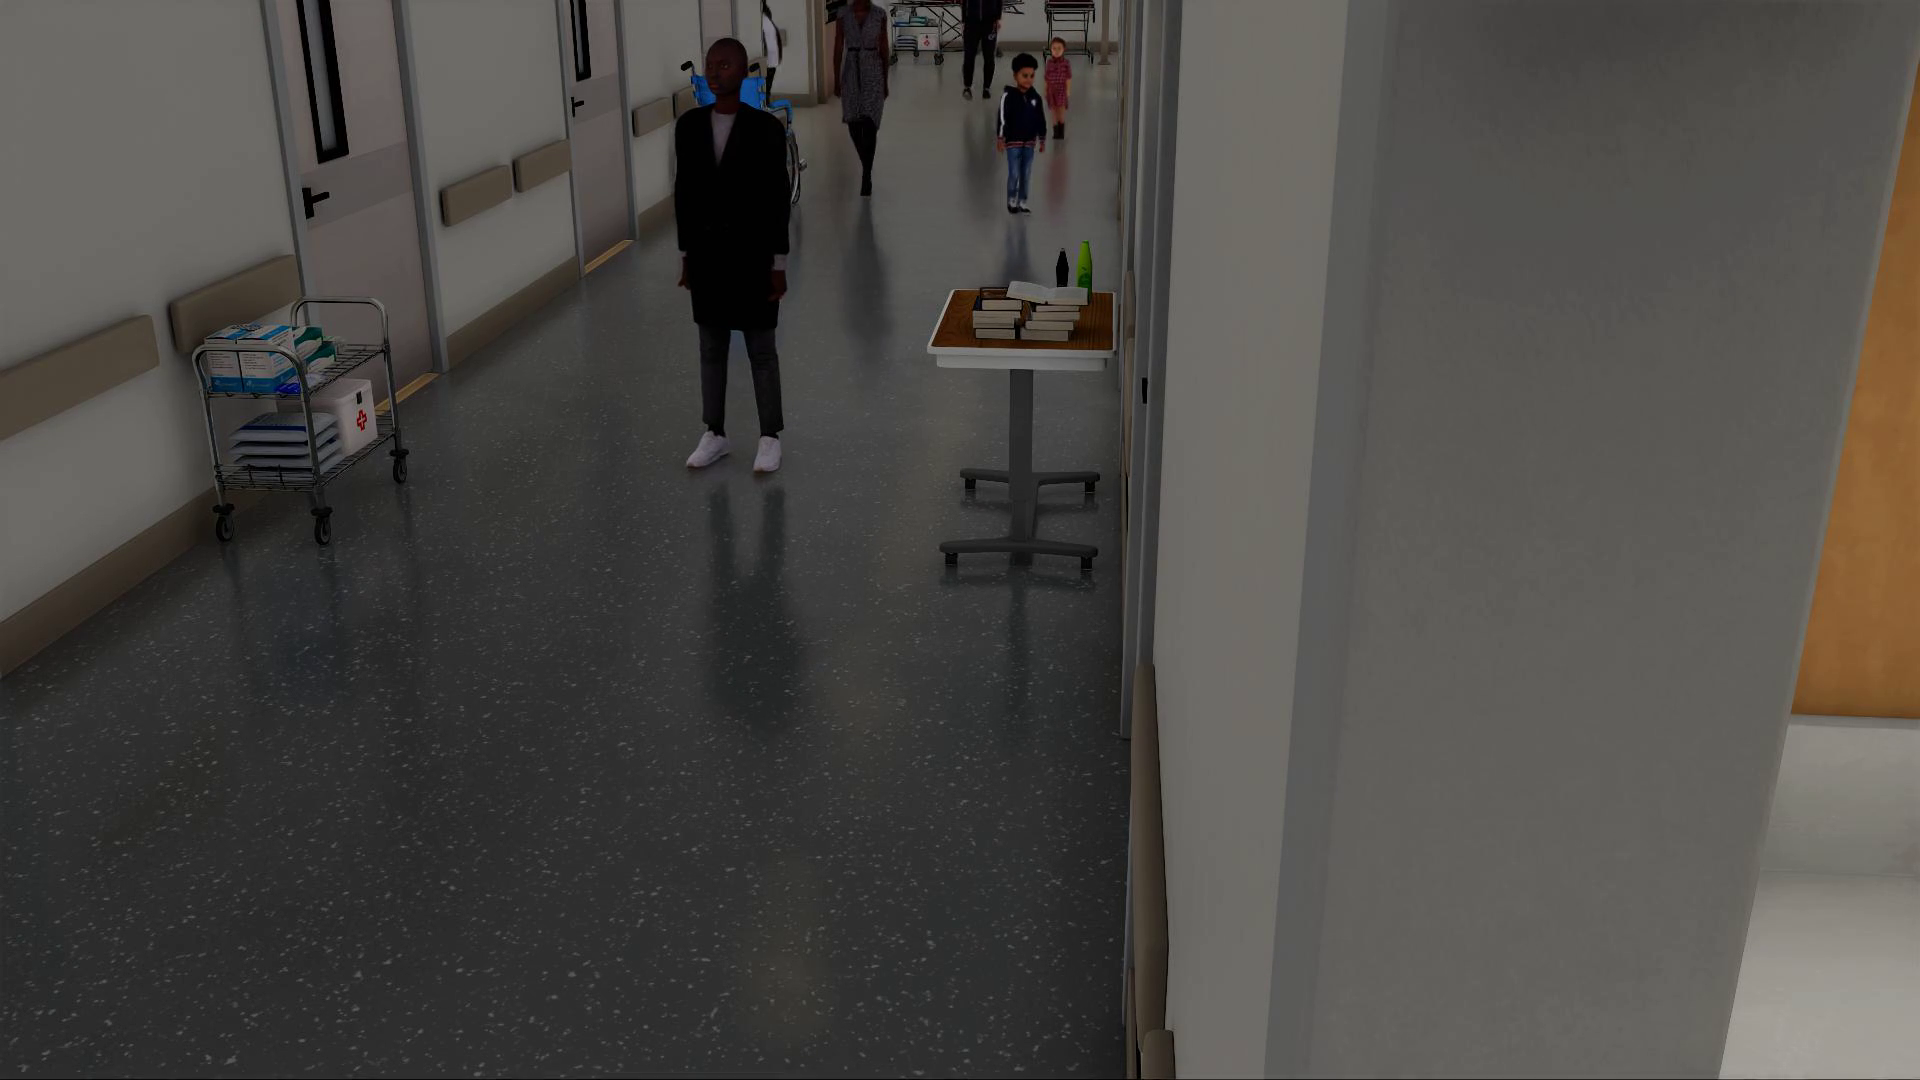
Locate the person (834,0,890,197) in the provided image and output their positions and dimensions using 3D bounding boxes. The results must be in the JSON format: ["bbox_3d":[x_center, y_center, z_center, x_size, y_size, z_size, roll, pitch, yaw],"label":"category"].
[{"bbox_3d":[-0.786,-3.740,13.678,0.667,1.757,1.124,0,21,0],"label":"person"}]

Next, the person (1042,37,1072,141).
[{"bbox_3d":[1.005,-4.640,17.107,0.440,1.012,0.470,4,21,9],"label":"person"}]

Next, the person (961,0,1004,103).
[{"bbox_3d":[0.275,-6.256,20.264,0.688,1.797,1.111,1,21,2],"label":"person"}]

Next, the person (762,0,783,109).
[{"bbox_3d":[-2.095,-4.800,16.733,0.978,1.574,1.022,11,23,26],"label":"person"}]

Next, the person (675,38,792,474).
[{"bbox_3d":[-0.921,-1.161,6.864,0.674,1.761,0.607,5,21,13],"label":"person"}]

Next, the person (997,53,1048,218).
[{"bbox_3d":[0.452,-3.104,12.759,0.604,1.219,0.607,-7,22,-17],"label":"person"}]
